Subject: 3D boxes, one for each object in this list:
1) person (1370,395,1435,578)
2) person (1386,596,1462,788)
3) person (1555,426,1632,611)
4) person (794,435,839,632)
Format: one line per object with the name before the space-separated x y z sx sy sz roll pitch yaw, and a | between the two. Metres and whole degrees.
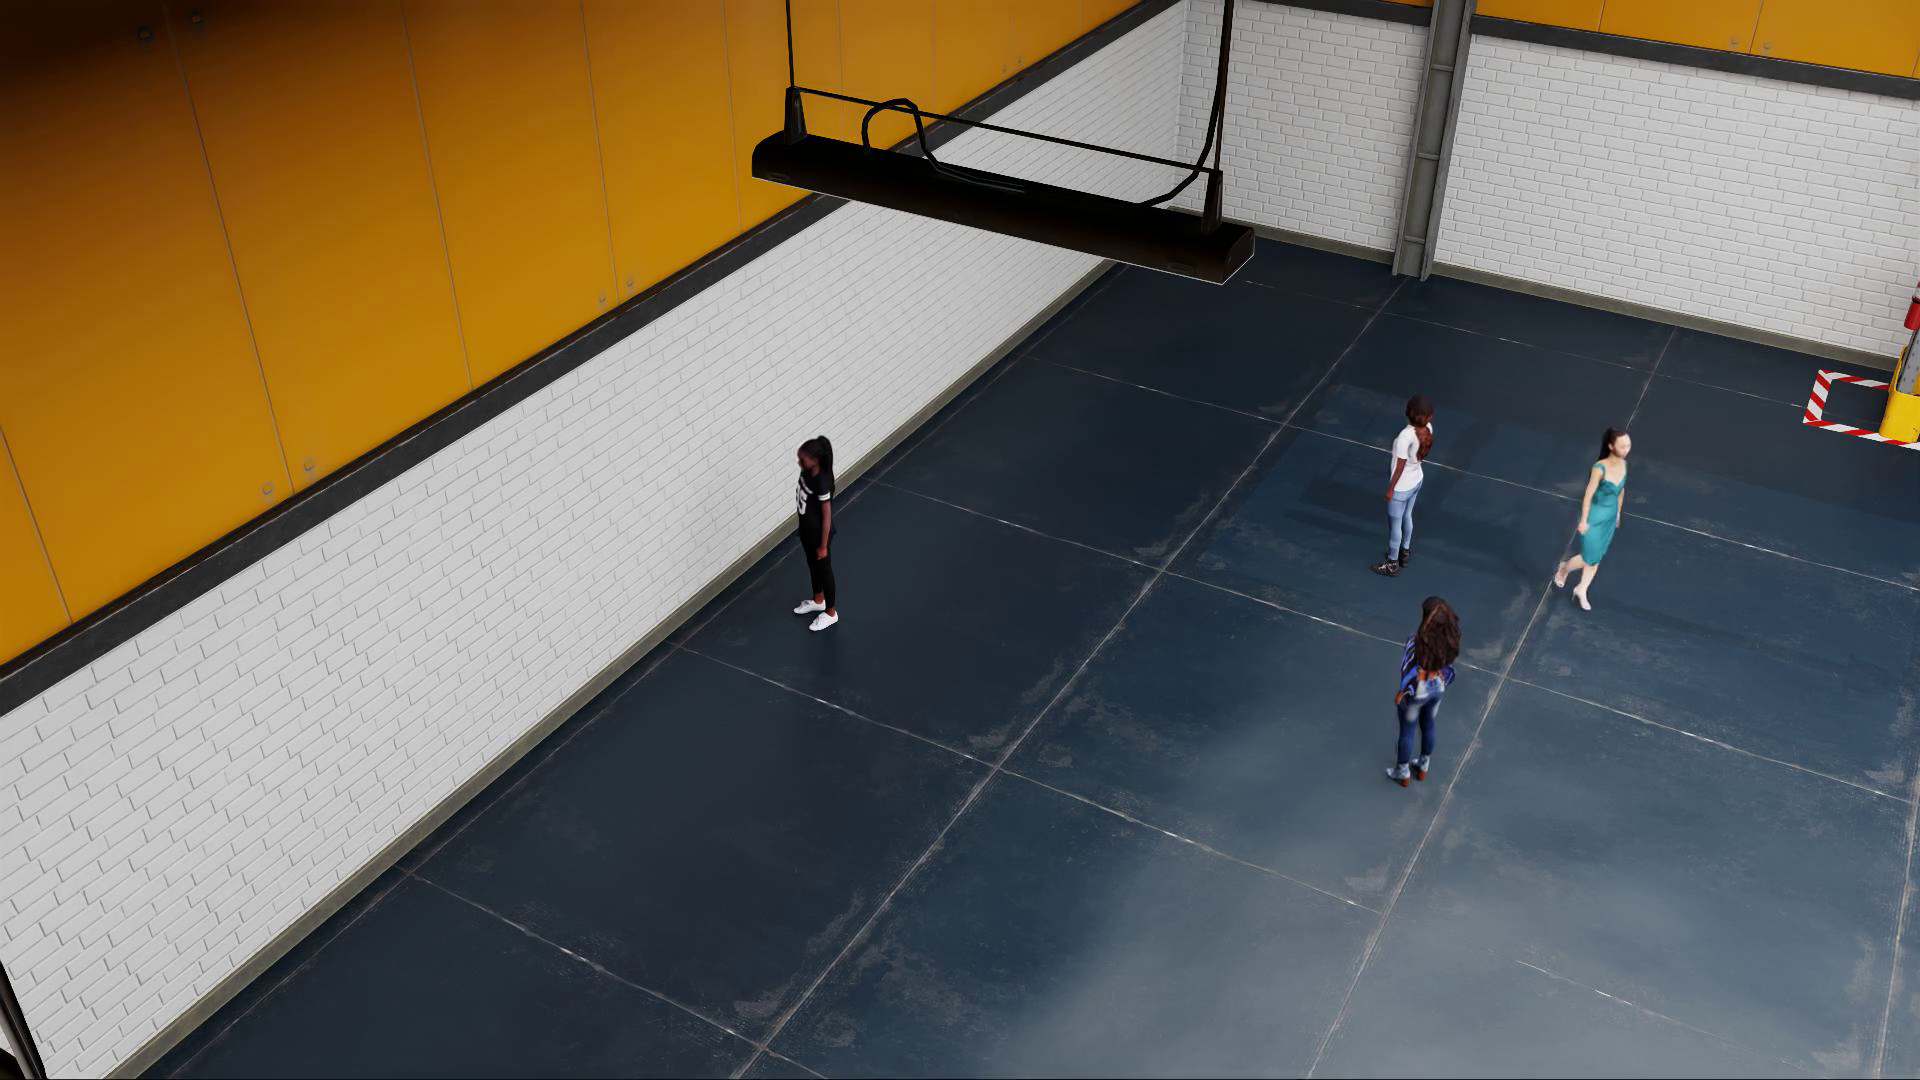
person | 3.797 -0.474 14.179 0.588 1.719 0.624 26 41 33
person | 3.317 1.078 11.935 0.703 1.618 0.743 -12 35 -17
person | 5.237 -0.195 13.796 0.718 1.678 0.783 -16 37 -22
person | -1.177 -0.071 13.552 0.769 1.742 0.672 -17 37 -24
